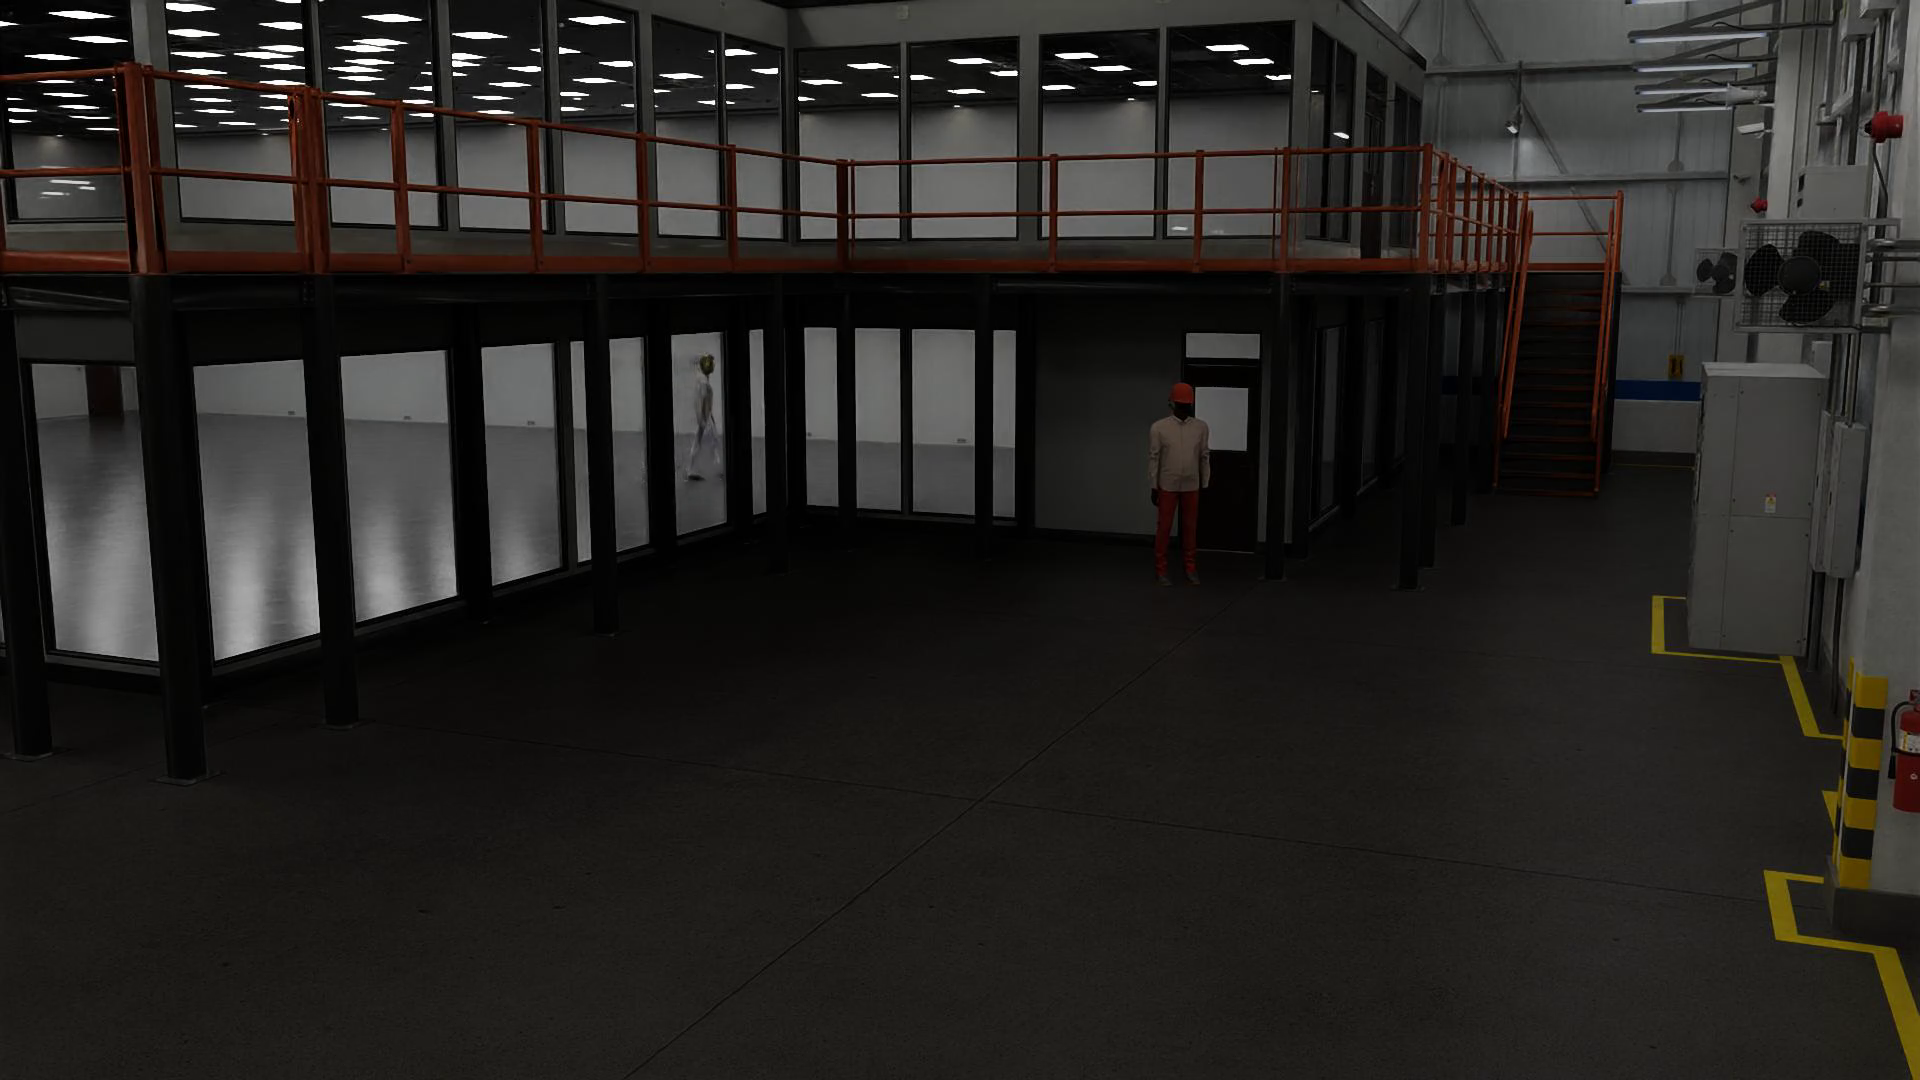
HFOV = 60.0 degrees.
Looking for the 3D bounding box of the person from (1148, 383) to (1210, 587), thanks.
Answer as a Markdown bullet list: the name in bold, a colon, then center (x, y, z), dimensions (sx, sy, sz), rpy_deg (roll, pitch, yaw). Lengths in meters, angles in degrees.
- **person**: center (2.125, -0.527, 16.084), dimensions (0.614, 1.988, 0.400), rpy_deg (-2, 9, -10)
